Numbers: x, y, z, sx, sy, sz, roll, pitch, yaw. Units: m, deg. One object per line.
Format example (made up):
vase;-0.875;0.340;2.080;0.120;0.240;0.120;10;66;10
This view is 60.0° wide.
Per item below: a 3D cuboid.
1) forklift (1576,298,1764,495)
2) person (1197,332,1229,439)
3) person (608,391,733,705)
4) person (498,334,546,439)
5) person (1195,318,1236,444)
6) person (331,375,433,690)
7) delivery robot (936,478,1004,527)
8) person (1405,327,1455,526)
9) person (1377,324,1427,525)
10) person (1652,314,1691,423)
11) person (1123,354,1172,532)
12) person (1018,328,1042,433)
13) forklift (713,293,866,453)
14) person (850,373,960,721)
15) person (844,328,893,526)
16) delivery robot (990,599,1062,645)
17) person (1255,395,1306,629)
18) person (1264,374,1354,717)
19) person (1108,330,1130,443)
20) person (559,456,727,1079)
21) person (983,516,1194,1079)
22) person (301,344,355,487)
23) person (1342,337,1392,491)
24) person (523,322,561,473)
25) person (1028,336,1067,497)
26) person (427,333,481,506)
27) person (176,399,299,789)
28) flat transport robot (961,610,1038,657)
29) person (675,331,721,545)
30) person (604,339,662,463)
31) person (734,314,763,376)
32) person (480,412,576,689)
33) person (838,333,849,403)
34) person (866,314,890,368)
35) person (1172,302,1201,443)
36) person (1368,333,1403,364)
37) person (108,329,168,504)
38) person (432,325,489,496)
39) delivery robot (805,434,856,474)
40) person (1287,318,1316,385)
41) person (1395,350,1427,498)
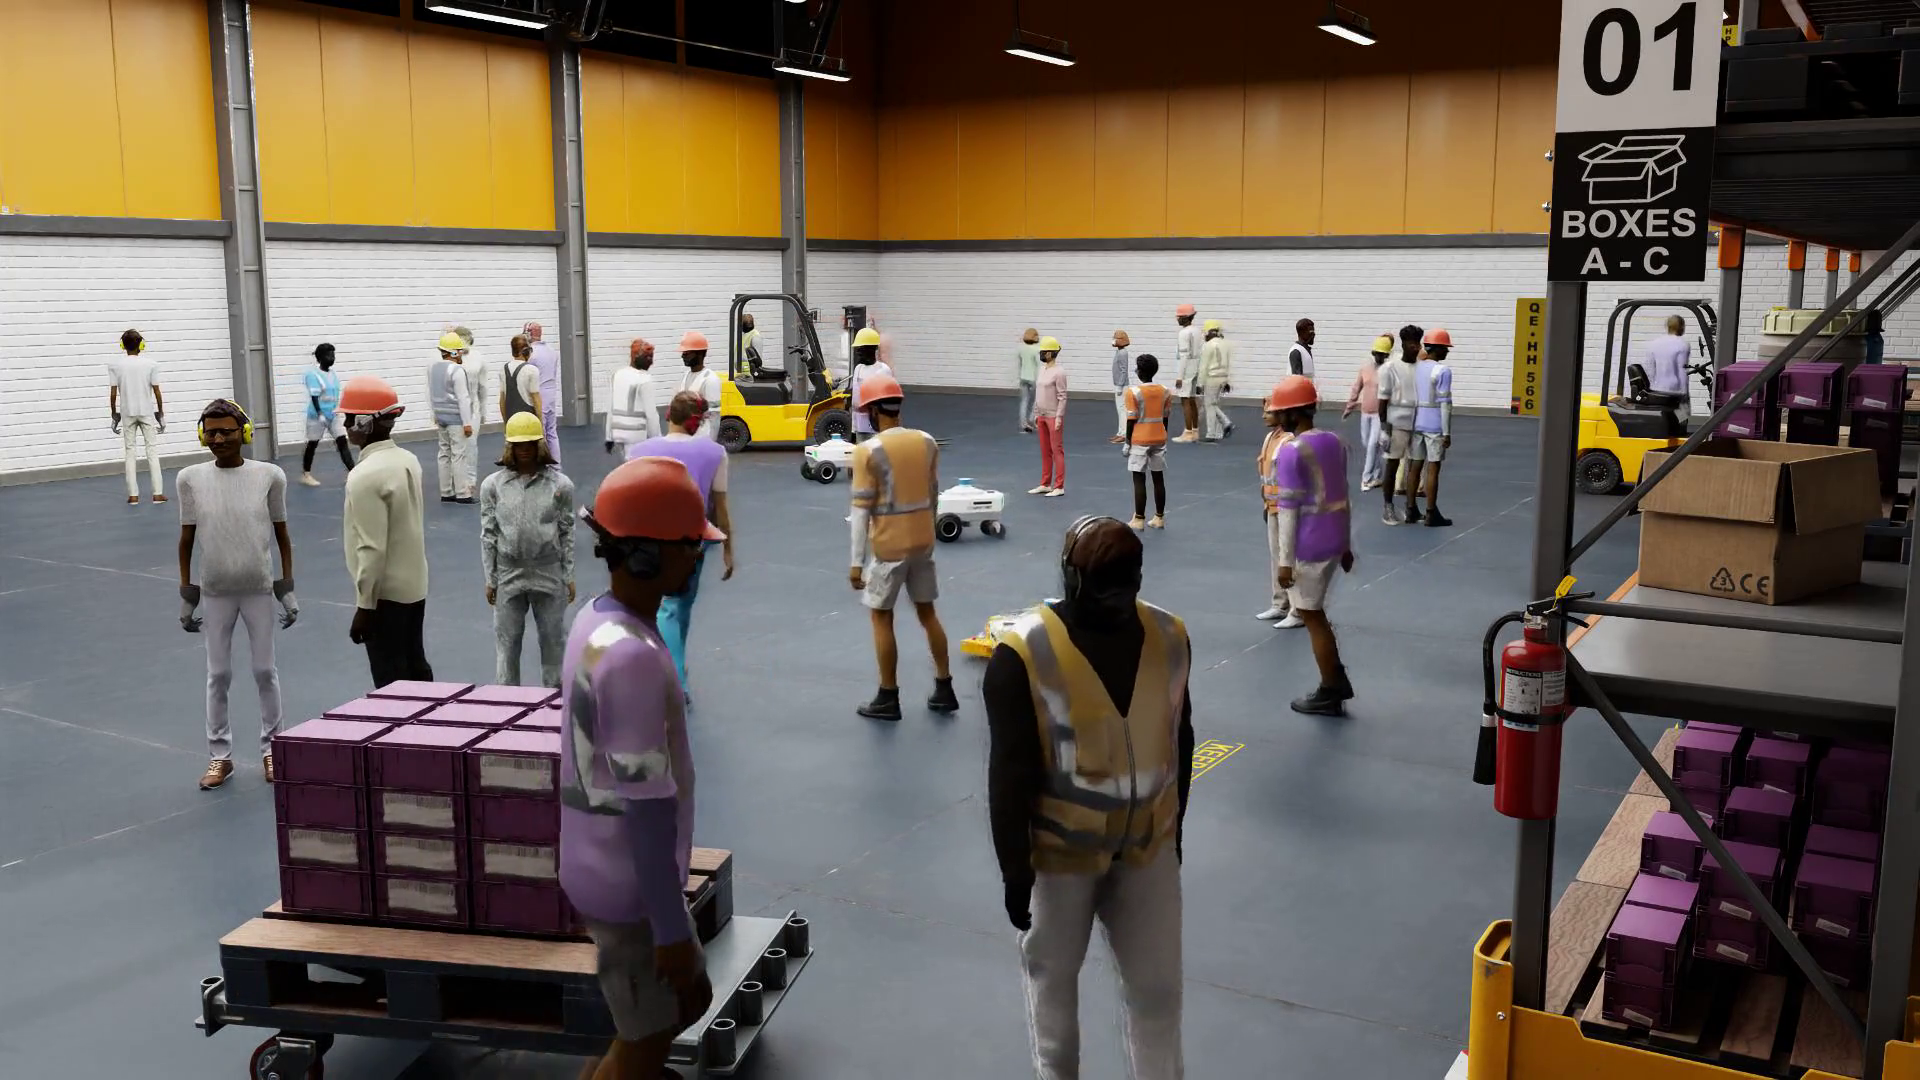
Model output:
forklift;7.954;-1.589;18.462;2.313;2.155;1.214;5;11;30
person;3.755;-2.334;24.977;0.522;1.608;0.805;-8;12;-40
person;-1.672;0.038;9.586;0.693;1.782;0.883;-2;9;-12
person;-4.455;-1.175;16.968;0.505;1.844;0.348;5;10;26
person;3.655;-2.275;23.938;0.487;1.811;0.570;4;10;24
person;-2.654;0.239;7.667;0.393;1.995;0.612;0;9;3
delivery robot;0.041;-0.330;15.413;0.707;0.478;0.477;-3;10;-19
person;4.594;-1.102;16.229;0.375;1.934;0.548;-5;10;-29
person;4.377;-1.129;16.302;0.632;1.962;0.362;-2;9;-14
person;9.216;-1.952;21.547;0.443;1.929;0.649;-3;10;-18
person;1.778;-0.927;15.873;0.532;1.698;0.319;-6;11;-32
person;1.091;-2.454;25.624;0.436;1.615;0.520;-9;13;-44
forklift;-2.458;-2.344;23.176;2.313;2.155;1.214;0;9;-2
person;-0.324;0.044;9.148;0.655;1.909;0.543;-7;12;-38
person;-0.886;-1.106;16.275;0.365;1.928;0.585;-7;12;-38
delivery robot;0.535;0.586;9.676;0.707;0.478;0.477;-1;9;-9
person;2.244;-0.206;11.603;0.319;1.631;0.512;-2;9;-11
person;1.923;0.036;9.224;0.527;1.902;0.555;7;11;37
person;2.324;-2.233;24.218;0.277;1.636;0.507;0;9;0
person;-0.767;0.810;4.024;0.453;2.032;0.625;-2;9;-13
person;0.404;0.851;4.436;0.647;1.805;0.867;-3;10;-19
person;-7.235;-1.420;19.081;0.882;1.650;0.544;4;10;22
person;4.692;-1.431;18.889;0.526;1.744;0.625;-8;12;-40
person;-4.978;-1.618;19.612;0.414;1.894;0.658;2;9;15
person;0.981;-1.359;18.360;0.310;1.769;0.523;-5;11;-30
person;-5.350;-1.272;17.604;0.586;1.835;0.403;7;12;39
person;-3.459;0.260;7.965;0.534;1.859;0.311;-3;10;-18
flat transport robot;0.733;0.578;10.917;0.652;0.197;1.431;9;12;43
person;-2.383;-0.916;15.057;0.361;1.938;0.545;-9;13;-43
person;-2.997;-0.954;15.567;0.652;1.850;0.747;9;13;43
person;-3.290;-2.592;25.840;0.429;1.838;0.622;-5;11;-30
person;-2.248;0.200;8.701;0.484;1.744;0.294;-3;10;-17
person;-1.678;-2.608;25.999;0.559;1.820;0.972;7;12;38
person;-1.286;-2.472;25.013;0.918;1.868;0.632;-8;12;-42
person;3.273;-2.425;24.154;0.392;2.040;0.614;4;10;26
person;5.895;-2.054;23.091;0.514;1.641;0.307;1;9;8
person;-8.772;-1.311;17.736;0.523;1.870;0.317;-3;10;-21
person;-5.626;-1.476;18.734;0.638;1.897;1.009;-4;10;-24
delivery robot;-1.464;-1.013;19.675;0.707;0.478;0.477;-5;10;-29
person;4.106;-1.710;20.075;0.387;1.919;0.594;4;10;21
person;4.995;-1.272;18.259;0.494;1.624;0.280;8;12;41
